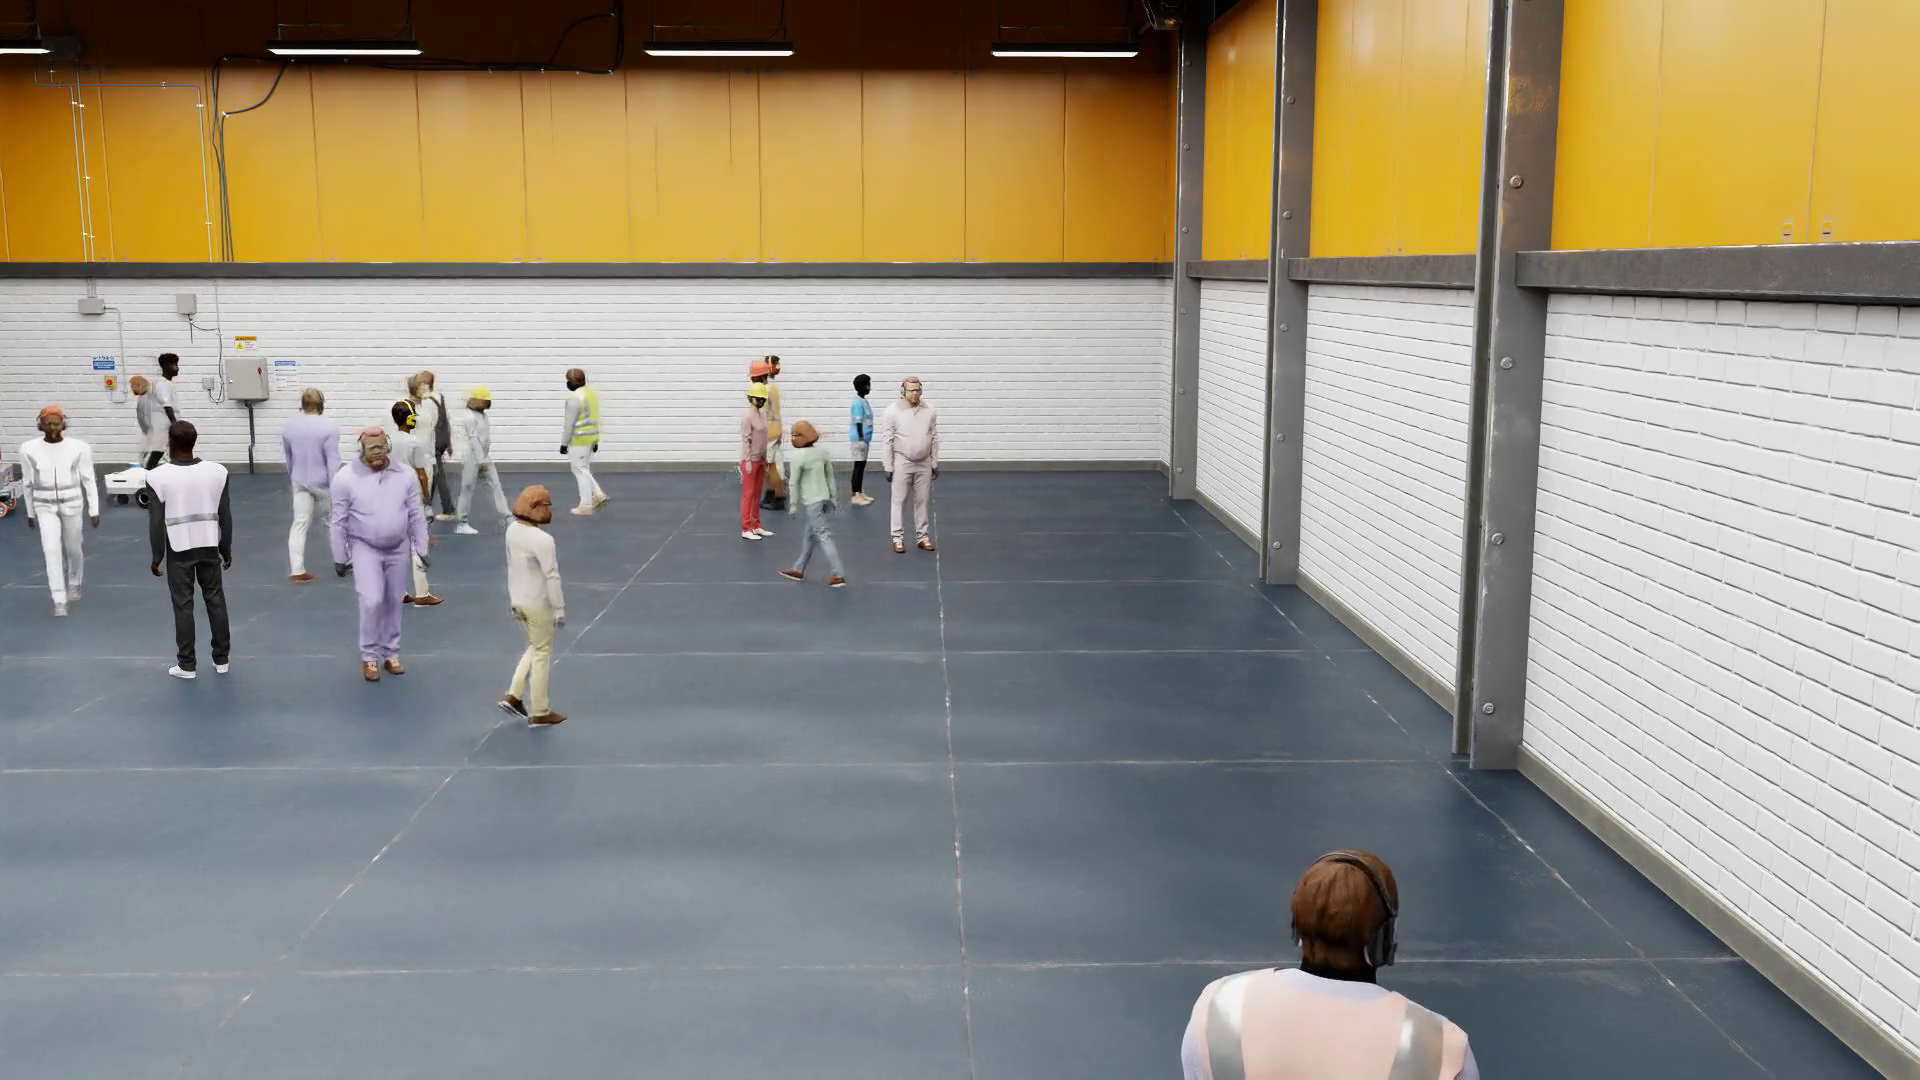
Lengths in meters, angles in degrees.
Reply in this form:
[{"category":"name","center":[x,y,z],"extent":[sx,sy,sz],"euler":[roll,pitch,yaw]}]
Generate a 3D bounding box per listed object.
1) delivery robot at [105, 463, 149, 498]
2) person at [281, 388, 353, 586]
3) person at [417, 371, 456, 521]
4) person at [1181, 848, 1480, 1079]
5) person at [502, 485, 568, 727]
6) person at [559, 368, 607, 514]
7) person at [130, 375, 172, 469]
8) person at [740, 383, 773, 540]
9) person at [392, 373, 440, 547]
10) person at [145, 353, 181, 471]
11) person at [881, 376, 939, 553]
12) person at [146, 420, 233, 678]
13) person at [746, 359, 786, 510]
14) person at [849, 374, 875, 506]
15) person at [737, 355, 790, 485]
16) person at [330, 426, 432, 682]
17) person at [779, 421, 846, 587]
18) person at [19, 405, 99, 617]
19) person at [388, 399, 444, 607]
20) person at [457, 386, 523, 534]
[{"category":"delivery robot","center":[-10.513,-0.742,21.230],"extent":[0.707,0.478,0.477],"euler":[1,9,4]},{"category":"person","center":[-6.261,-0.540,16.210],"extent":[0.653,1.883,1.007],"euler":[2,9,13]},{"category":"person","center":[-6.441,-1.127,20.033],"extent":[0.866,1.808,0.523],"euler":[3,10,19]},{"category":"person","center":[0.788,1.551,3.533],"extent":[0.634,1.839,0.429],"euler":[5,10,27]},{"category":"person","center":[-2.789,0.439,10.992],"extent":[0.532,1.621,0.341],"euler":[9,13,44]},{"category":"person","center":[-4.682,-1.210,20.527],"extent":[0.442,1.824,0.629],"euler":[1,9,8]},{"category":"person","center":[-11.109,-1.479,22.896],"extent":[0.820,1.583,0.565],"euler":[-2,9,-11]},{"category":"person","center":[-2.288,-0.891,18.742],"extent":[0.329,1.765,0.525],"euler":[3,10,20]},{"category":"person","center":[-5.922,-0.850,18.006],"extent":[0.488,1.918,0.665],"euler":[2,9,9]},{"category":"person","center":[-10.487,-1.529,22.163],"extent":[0.984,1.910,0.616],"euler":[-2,10,-14]},{"category":"person","center":[-0.513,-0.809,17.825],"extent":[0.643,1.900,0.404],"euler":[-5,10,-28]},{"category":"person","center":[-5.708,0.069,12.371],"extent":[0.594,1.921,0.388],"euler":[-9,13,-43]},{"category":"person","center":[-2.450,-1.304,20.814],"extent":[0.572,1.909,0.583],"euler":[1,9,9]},{"category":"person","center":[-1.270,-1.286,21.407],"extent":[0.318,1.683,0.546],"euler":[1,9,5]},{"category":"person","center":[-2.705,-1.663,23.267],"extent":[0.806,1.839,0.519],"euler":[0,9,-1]},{"category":"person","center":[-4.264,0.097,12.306],"extent":[0.660,1.885,0.599],"euler":[-8,12,-39]},{"category":"person","center":[-1.395,-0.350,15.940],"extent":[0.809,1.583,0.508],"euler":[6,11,33]},{"category":"person","center":[-8.017,-0.293,14.839],"extent":[0.583,1.852,0.931],"euler":[-5,10,-27]},{"category":"person","center":[-4.958,-0.328,14.958],"extent":[0.518,1.873,0.328],"euler":[4,10,21]},{"category":"person","center":[-5.413,-0.902,18.989],"extent":[0.852,1.700,0.497],"euler":[2,10,14]}]
